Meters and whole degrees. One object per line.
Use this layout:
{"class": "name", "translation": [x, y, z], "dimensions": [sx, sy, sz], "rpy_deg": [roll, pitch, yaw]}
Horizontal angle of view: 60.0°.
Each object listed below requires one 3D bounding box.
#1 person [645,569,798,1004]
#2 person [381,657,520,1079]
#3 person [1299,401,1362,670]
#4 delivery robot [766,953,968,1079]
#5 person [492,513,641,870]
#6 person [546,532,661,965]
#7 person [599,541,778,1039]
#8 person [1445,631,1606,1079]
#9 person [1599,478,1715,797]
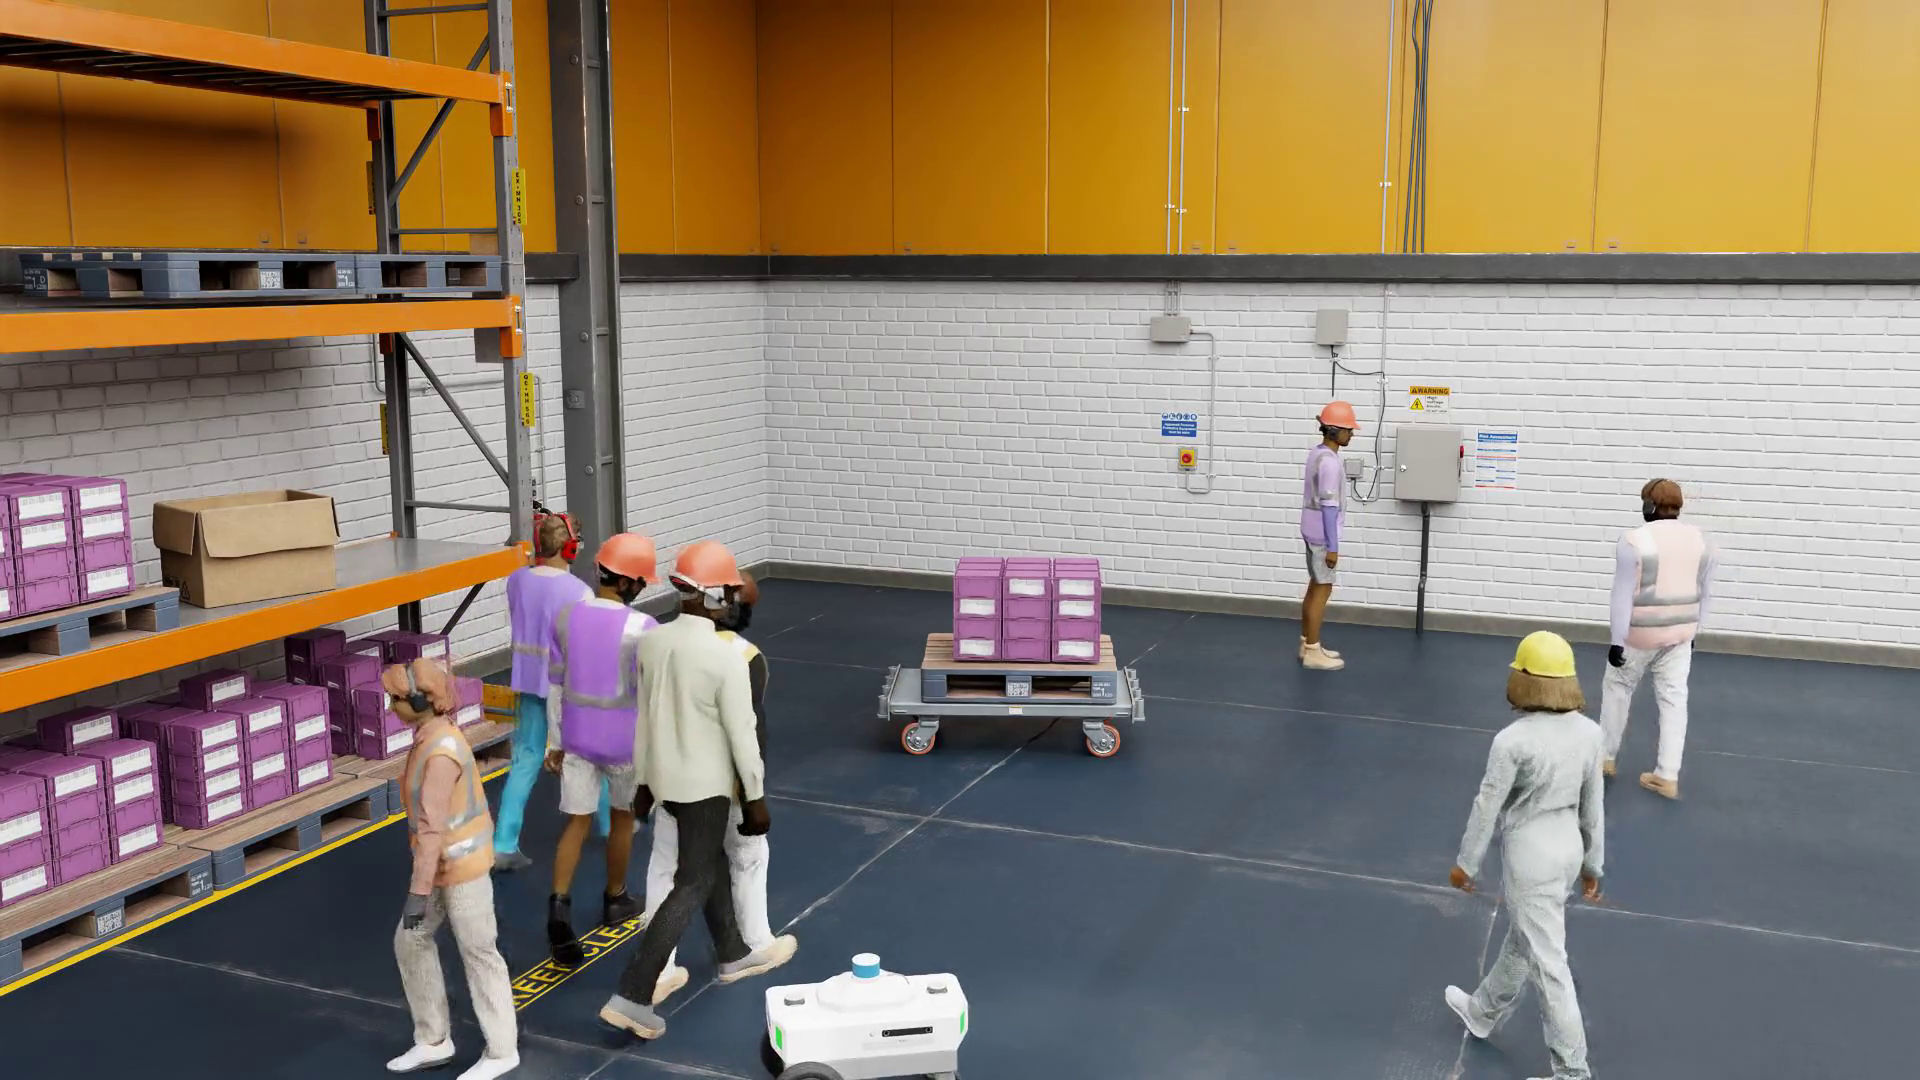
{"class": "person", "translation": [-1.033, 0.997, 6.989], "dimensions": [0.713, 1.800, 0.822], "rpy_deg": [5, 11, 29]}
{"class": "person", "translation": [-1.923, 1.224, 6.104], "dimensions": [0.582, 1.612, 0.548], "rpy_deg": [-4, 10, -24]}
{"class": "person", "translation": [2.781, -0.032, 12.532], "dimensions": [0.417, 2.031, 0.609], "rpy_deg": [1, 9, 3]}
{"class": "delivery robot", "translation": [-0.334, 1.734, 5.986], "dimensions": [0.707, 0.478, 0.477], "rpy_deg": [-2, 9, -10]}
{"class": "person", "translation": [-2.048, 0.754, 8.445], "dimensions": [0.581, 1.805, 0.927], "rpy_deg": [4, 10, 25]}
{"class": "person", "translation": [-1.587, 0.900, 7.319], "dimensions": [0.578, 1.879, 0.861], "rpy_deg": [2, 10, 14]}
{"class": "person", "translation": [-1.104, 0.976, 6.694], "dimensions": [0.618, 1.947, 1.002], "rpy_deg": [8, 12, 40]}
{"class": "person", "translation": [2.081, 1.174, 6.177], "dimensions": [0.507, 1.698, 0.873], "rpy_deg": [-5, 10, -27]}
{"class": "person", "translation": [3.996, 0.533, 9.728], "dimensions": [0.664, 1.810, 0.828], "rpy_deg": [-2, 10, -11]}
